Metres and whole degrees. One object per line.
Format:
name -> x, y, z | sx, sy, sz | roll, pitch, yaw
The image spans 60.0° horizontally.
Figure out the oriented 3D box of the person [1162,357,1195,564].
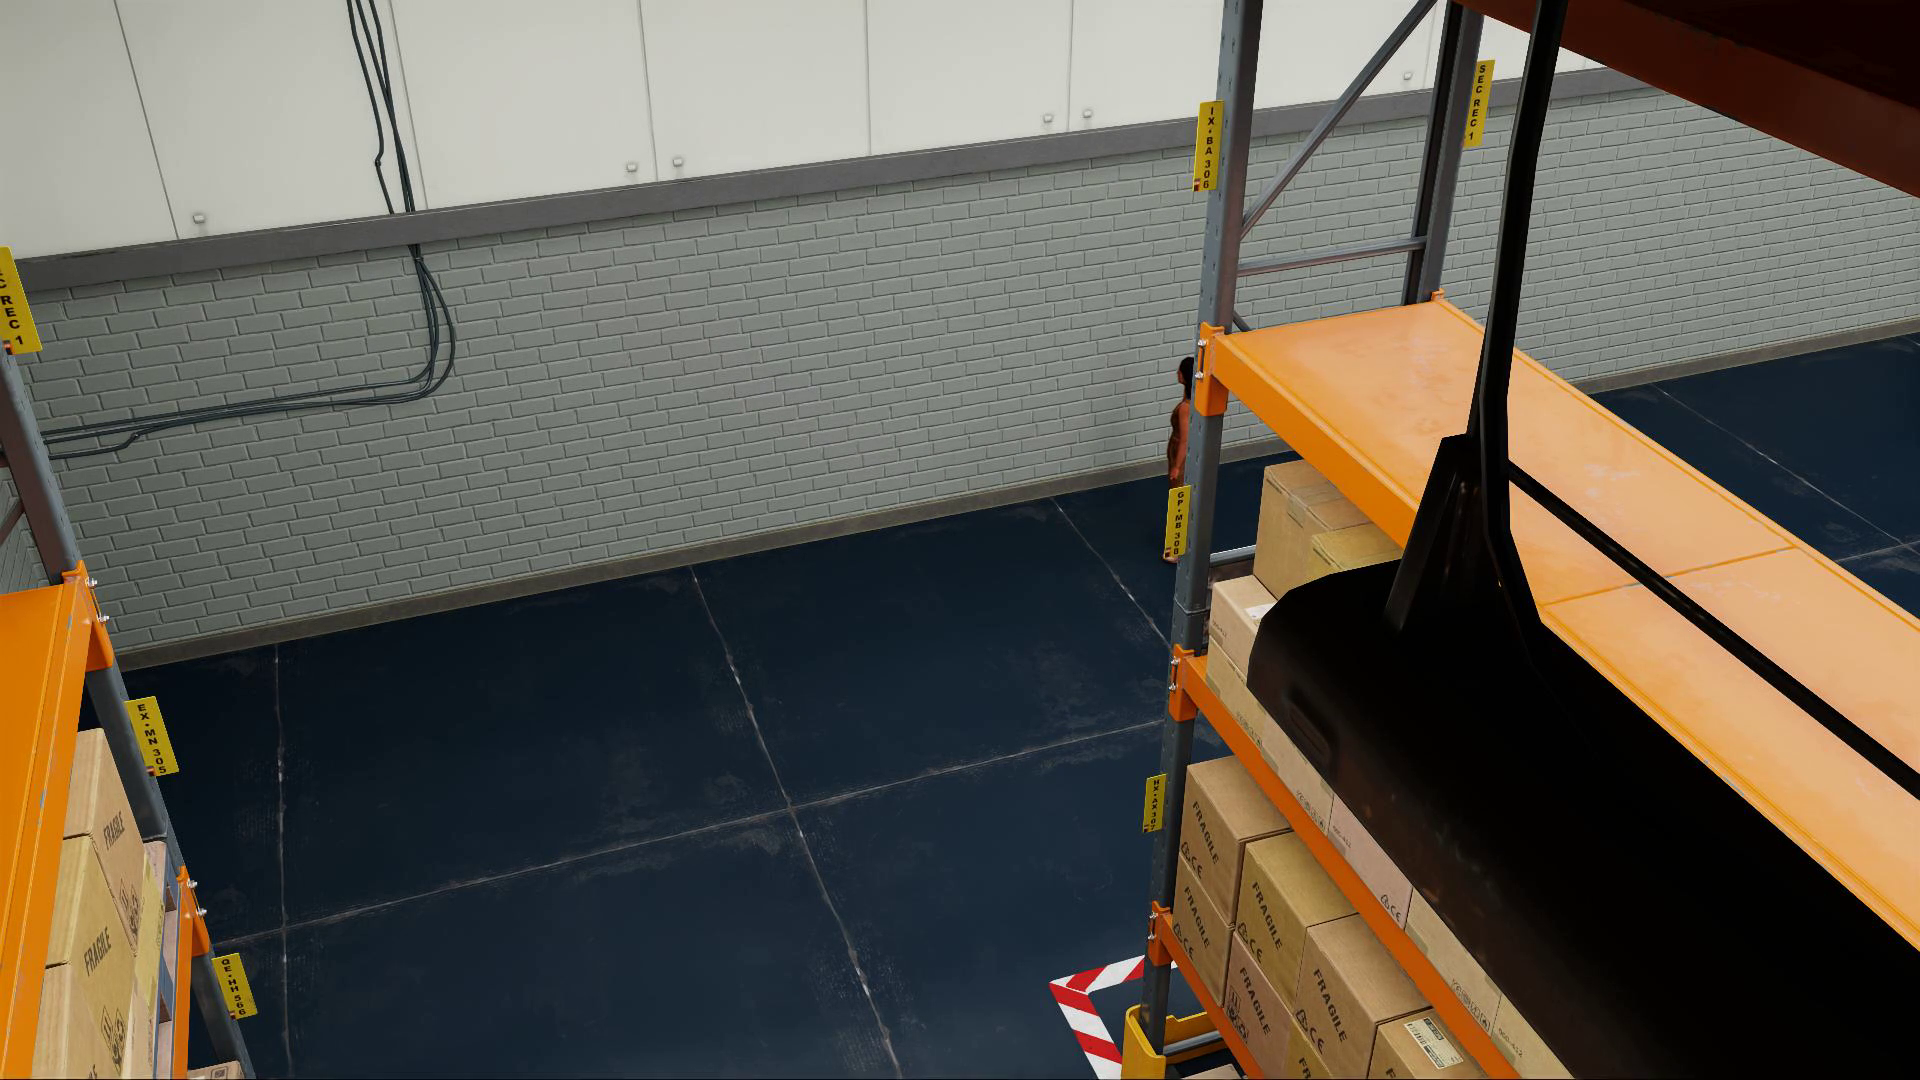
person -> 1.690, -0.598, 12.434 | 0.707, 1.689, 0.636 | 12, 34, 18
